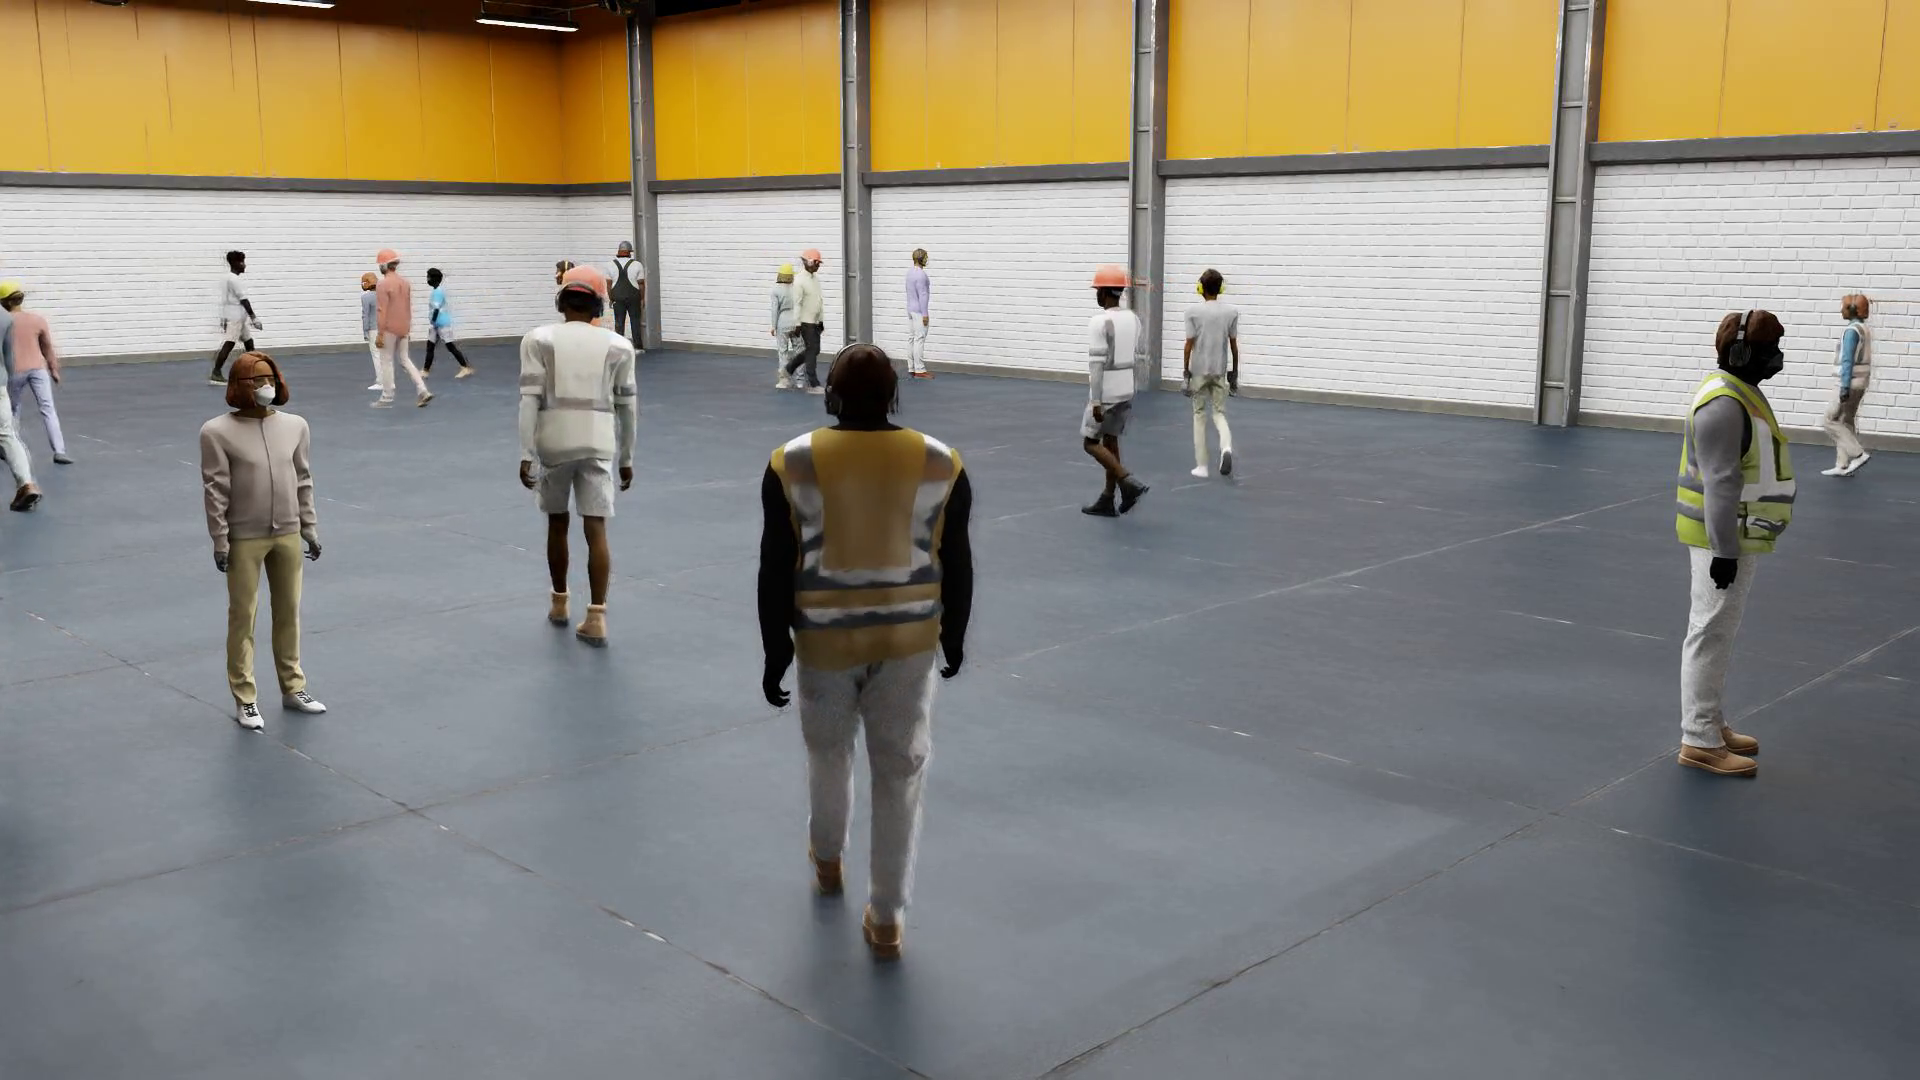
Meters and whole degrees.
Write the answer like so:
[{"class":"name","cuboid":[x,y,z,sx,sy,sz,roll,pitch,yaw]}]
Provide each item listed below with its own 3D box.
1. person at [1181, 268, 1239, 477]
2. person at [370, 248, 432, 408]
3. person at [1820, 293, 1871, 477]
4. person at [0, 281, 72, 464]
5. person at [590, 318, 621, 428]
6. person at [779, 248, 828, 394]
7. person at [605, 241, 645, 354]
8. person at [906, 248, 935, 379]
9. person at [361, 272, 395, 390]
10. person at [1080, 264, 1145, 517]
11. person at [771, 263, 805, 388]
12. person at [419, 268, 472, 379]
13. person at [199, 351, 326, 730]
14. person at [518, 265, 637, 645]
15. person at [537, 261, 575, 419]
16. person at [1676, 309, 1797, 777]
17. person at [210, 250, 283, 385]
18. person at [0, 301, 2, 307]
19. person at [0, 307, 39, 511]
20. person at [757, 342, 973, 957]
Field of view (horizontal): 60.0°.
[{"class":"person","cuboid":[2.198,-1.444,14.558,0.510,1.851,0.563,-2,11,-9]},{"class":"person","cuboid":[-6.966,-2.594,20.525,0.612,2.011,0.630,3,11,17]},{"class":"person","cuboid":[7.802,-1.349,14.627,0.370,1.623,0.534,8,13,39]},{"class":"person","cuboid":[-8.752,-1.557,15.564,0.956,1.696,0.596,9,14,40]},{"class":"person","cuboid":[-3.910,-1.952,17.826,0.718,1.663,0.545,-6,12,-28]},{"class":"person","cuboid":[-2.098,-2.970,22.540,0.787,1.964,0.646,4,11,21]},{"class":"person","cuboid":[-5.980,-4.350,29.864,0.684,2.000,0.535,0,10,1]},{"class":"person","cuboid":[-0.611,-3.373,24.817,0.372,1.940,0.627,-4,11,-21]},{"class":"person","cuboid":[-8.092,-2.891,23.067,0.308,1.624,0.491,5,11,23]},{"class":"person","cuboid":[1.170,-1.100,12.474,0.550,1.921,0.569,-10,14,-43]},{"class":"person","cuboid":[-2.417,-2.999,23.308,0.483,1.745,0.306,-4,11,-22]},{"class":"person","cuboid":[-7.685,-3.191,24.624,0.862,1.656,0.538,-4,11,-23]},{"class":"person","cuboid":[-3.046,-0.008,7.288,0.286,1.636,0.500,8,13,37]},{"class":"person","cuboid":[-2.049,-0.470,8.914,0.648,1.963,0.968,-3,11,-17]},{"class":"person","cuboid":[-4.496,-2.251,18.966,0.945,1.832,0.498,0,10,-1]},{"class":"person","cuboid":[3.098,0.003,6.673,0.429,1.843,0.633,6,12,28]},{"class":"person","cuboid":[-10.342,-3.183,23.867,1.031,1.913,0.623,-7,12,-32]},{"class":"person","cuboid":[-12.155,-2.560,20.500,0.875,1.891,0.562,4,11,20]},{"class":"person","cuboid":[-7.571,-1.163,12.899,0.953,1.906,0.638,7,13,35]},{"class":"person","cuboid":[-0.295,0.294,5.175,0.660,1.803,0.900,-1,10,-7]}]
